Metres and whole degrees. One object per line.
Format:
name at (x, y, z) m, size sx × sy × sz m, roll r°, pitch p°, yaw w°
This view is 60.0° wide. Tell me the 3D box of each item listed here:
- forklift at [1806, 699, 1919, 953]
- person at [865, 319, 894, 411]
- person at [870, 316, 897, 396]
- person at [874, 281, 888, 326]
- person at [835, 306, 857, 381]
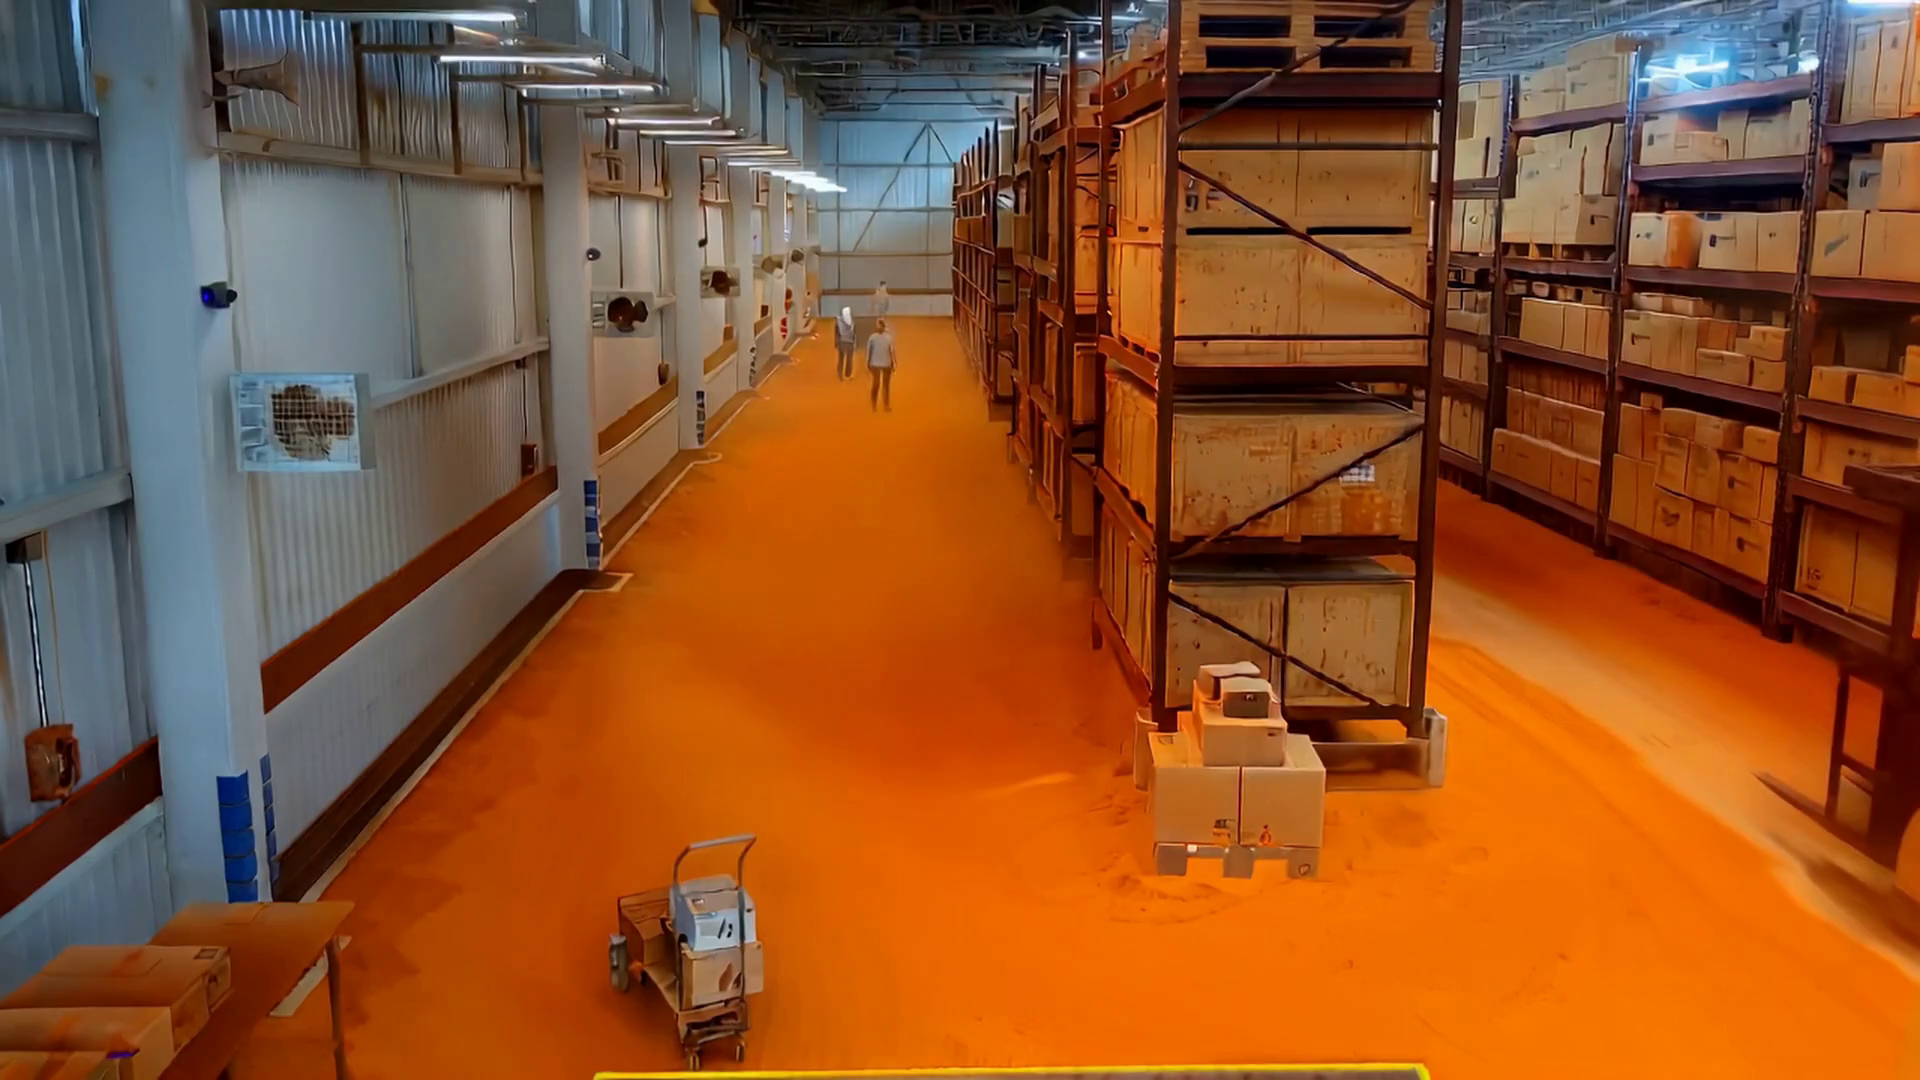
forklift at (5.826, 0.905, 9.142) m, size 1.129 × 2.768 × 1.873 m, roll 0°, pitch 11°, yaw -2°
person at (-1.719, -3.759, 35.759) m, size 0.637 × 1.979 × 0.435 m, roll -5°, pitch 12°, yaw -25°
person at (-1.765, -4.242, 38.510) m, size 0.643 × 1.887 × 0.795 m, roll -3°, pitch 11°, yaw -17°
person at (-3.050, -9.135, 64.347) m, size 0.563 × 1.742 × 0.361 m, roll -6°, pitch 12°, yaw -29°
person at (-2.917, -5.014, 42.473) m, size 0.586 × 1.913 × 0.397 m, roll -7°, pitch 13°, yaw -33°
